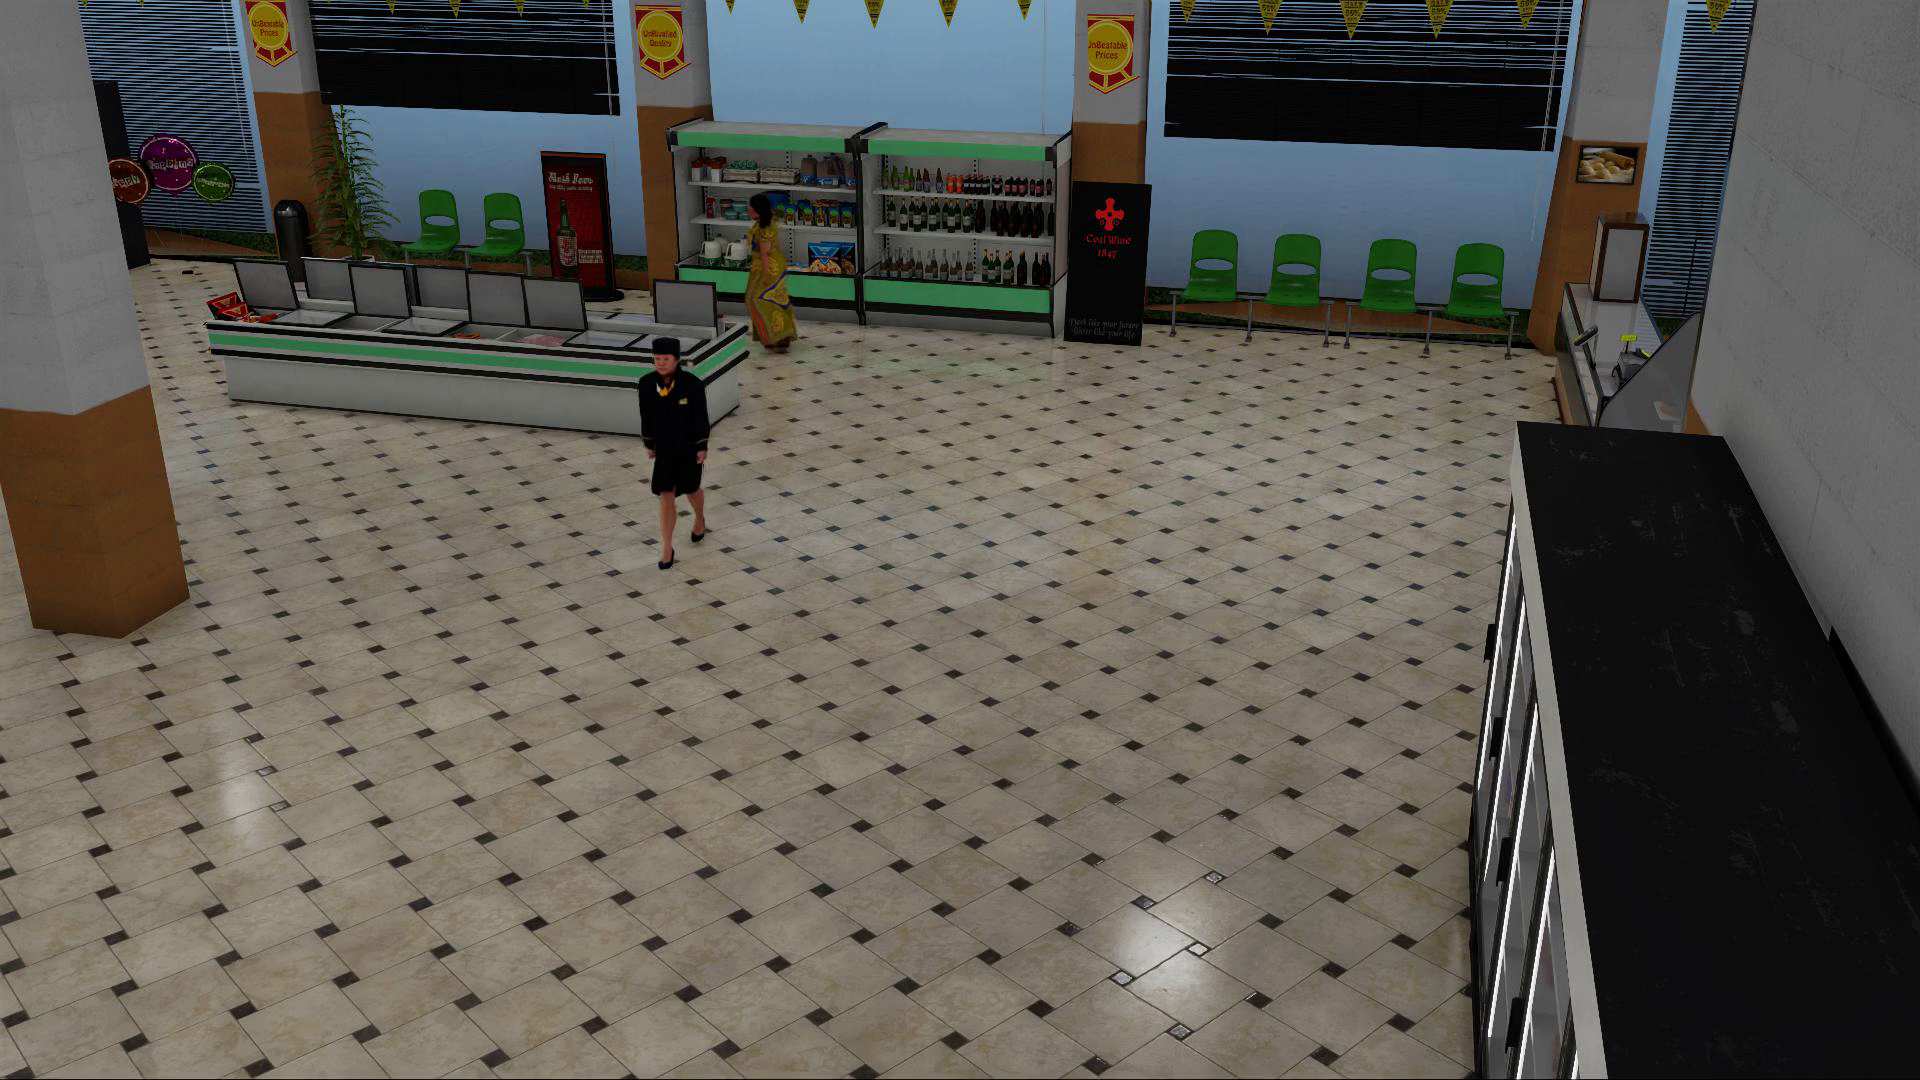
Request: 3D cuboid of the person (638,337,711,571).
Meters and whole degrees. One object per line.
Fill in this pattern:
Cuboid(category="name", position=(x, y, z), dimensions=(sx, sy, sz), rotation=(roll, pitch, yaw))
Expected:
Cuboid(category="person", position=(-2.018, -0.666, 12.124), dimensions=(1.015, 1.634, 0.838), rotation=(3, 22, 8))

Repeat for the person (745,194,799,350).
Cuboid(category="person", position=(-1.975, -2.788, 17.403), dimensions=(0.820, 1.638, 0.842), rotation=(1, 22, 2))
